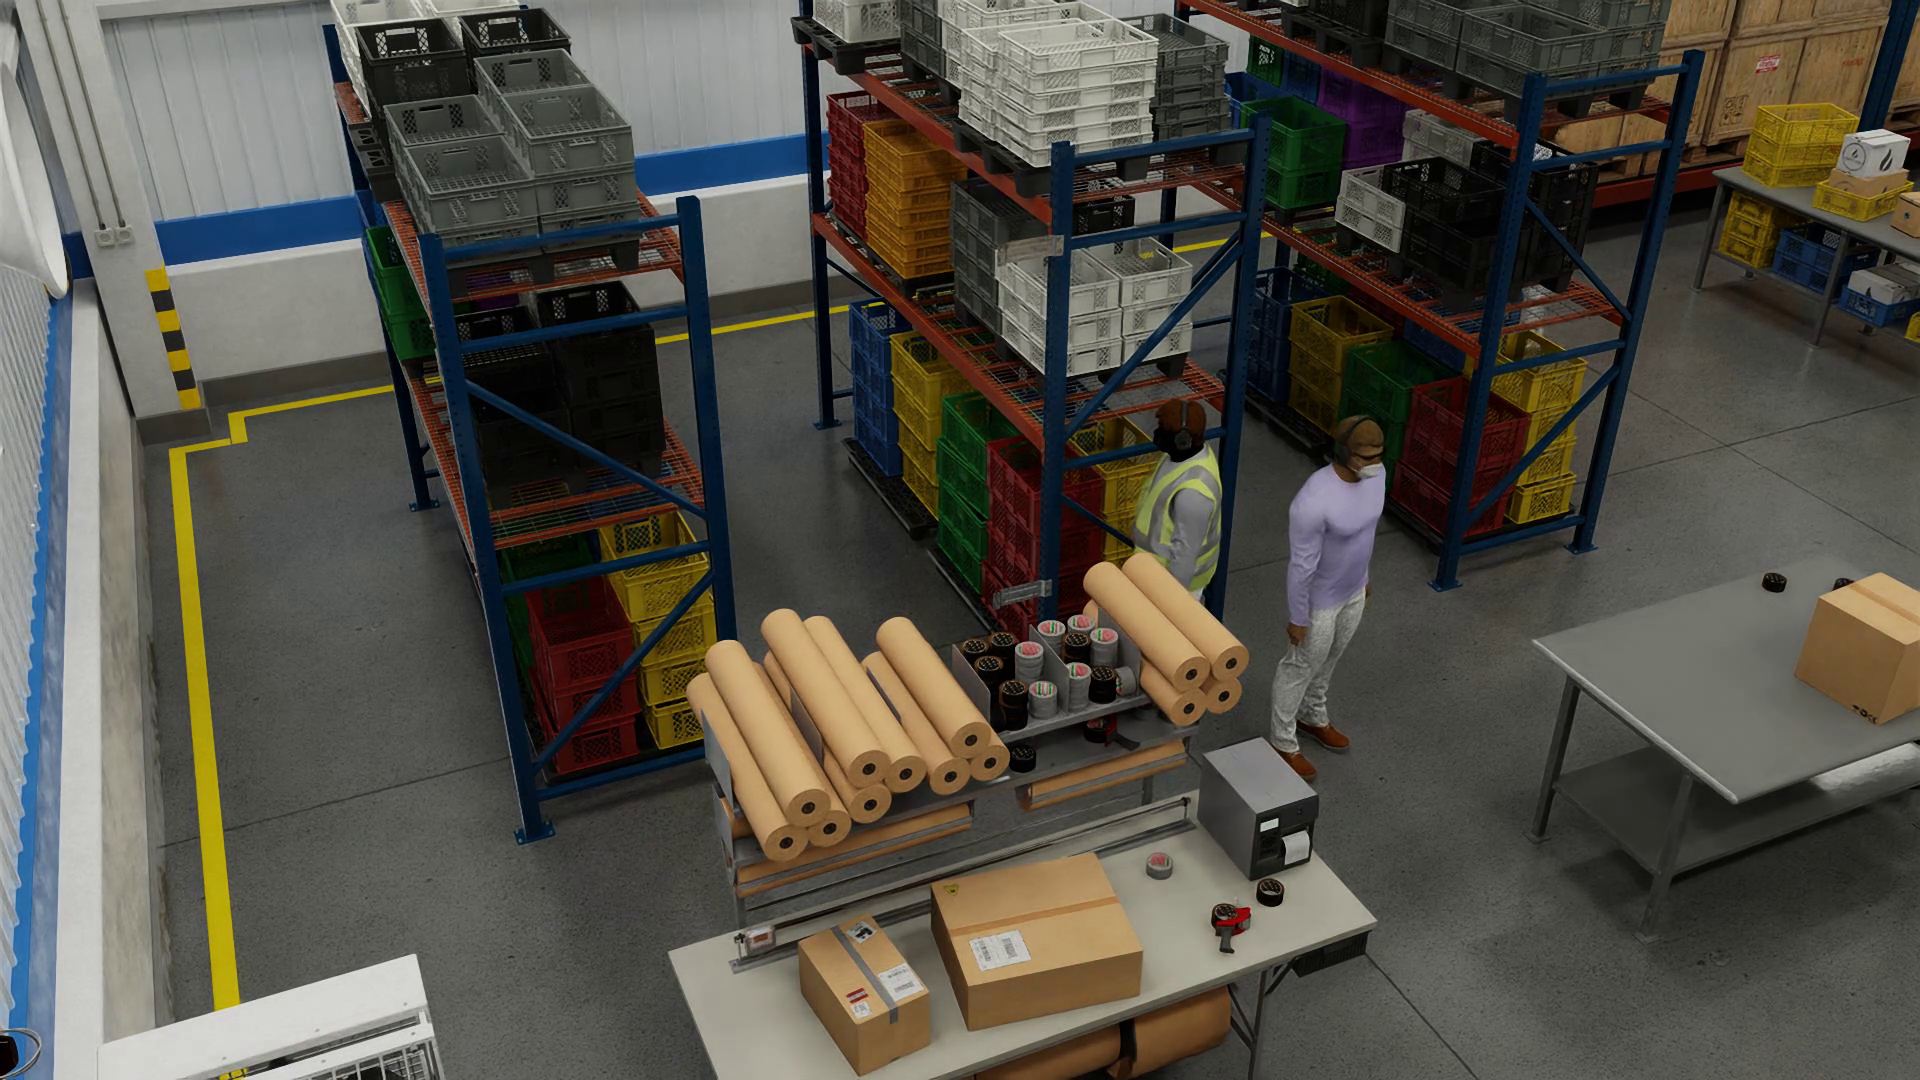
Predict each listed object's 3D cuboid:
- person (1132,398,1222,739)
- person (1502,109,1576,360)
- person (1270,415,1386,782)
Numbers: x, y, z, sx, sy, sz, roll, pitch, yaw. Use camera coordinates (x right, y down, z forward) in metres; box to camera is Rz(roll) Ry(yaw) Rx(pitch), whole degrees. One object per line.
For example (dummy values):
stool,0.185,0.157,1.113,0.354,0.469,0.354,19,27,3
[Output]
person,1.058,0.138,8.246,0.429,1.837,0.629,2,32,3
person,4.187,-2.236,12.093,0.338,1.853,0.725,-18,36,-27
person,1.765,0.256,7.951,0.353,1.936,0.635,28,41,37
